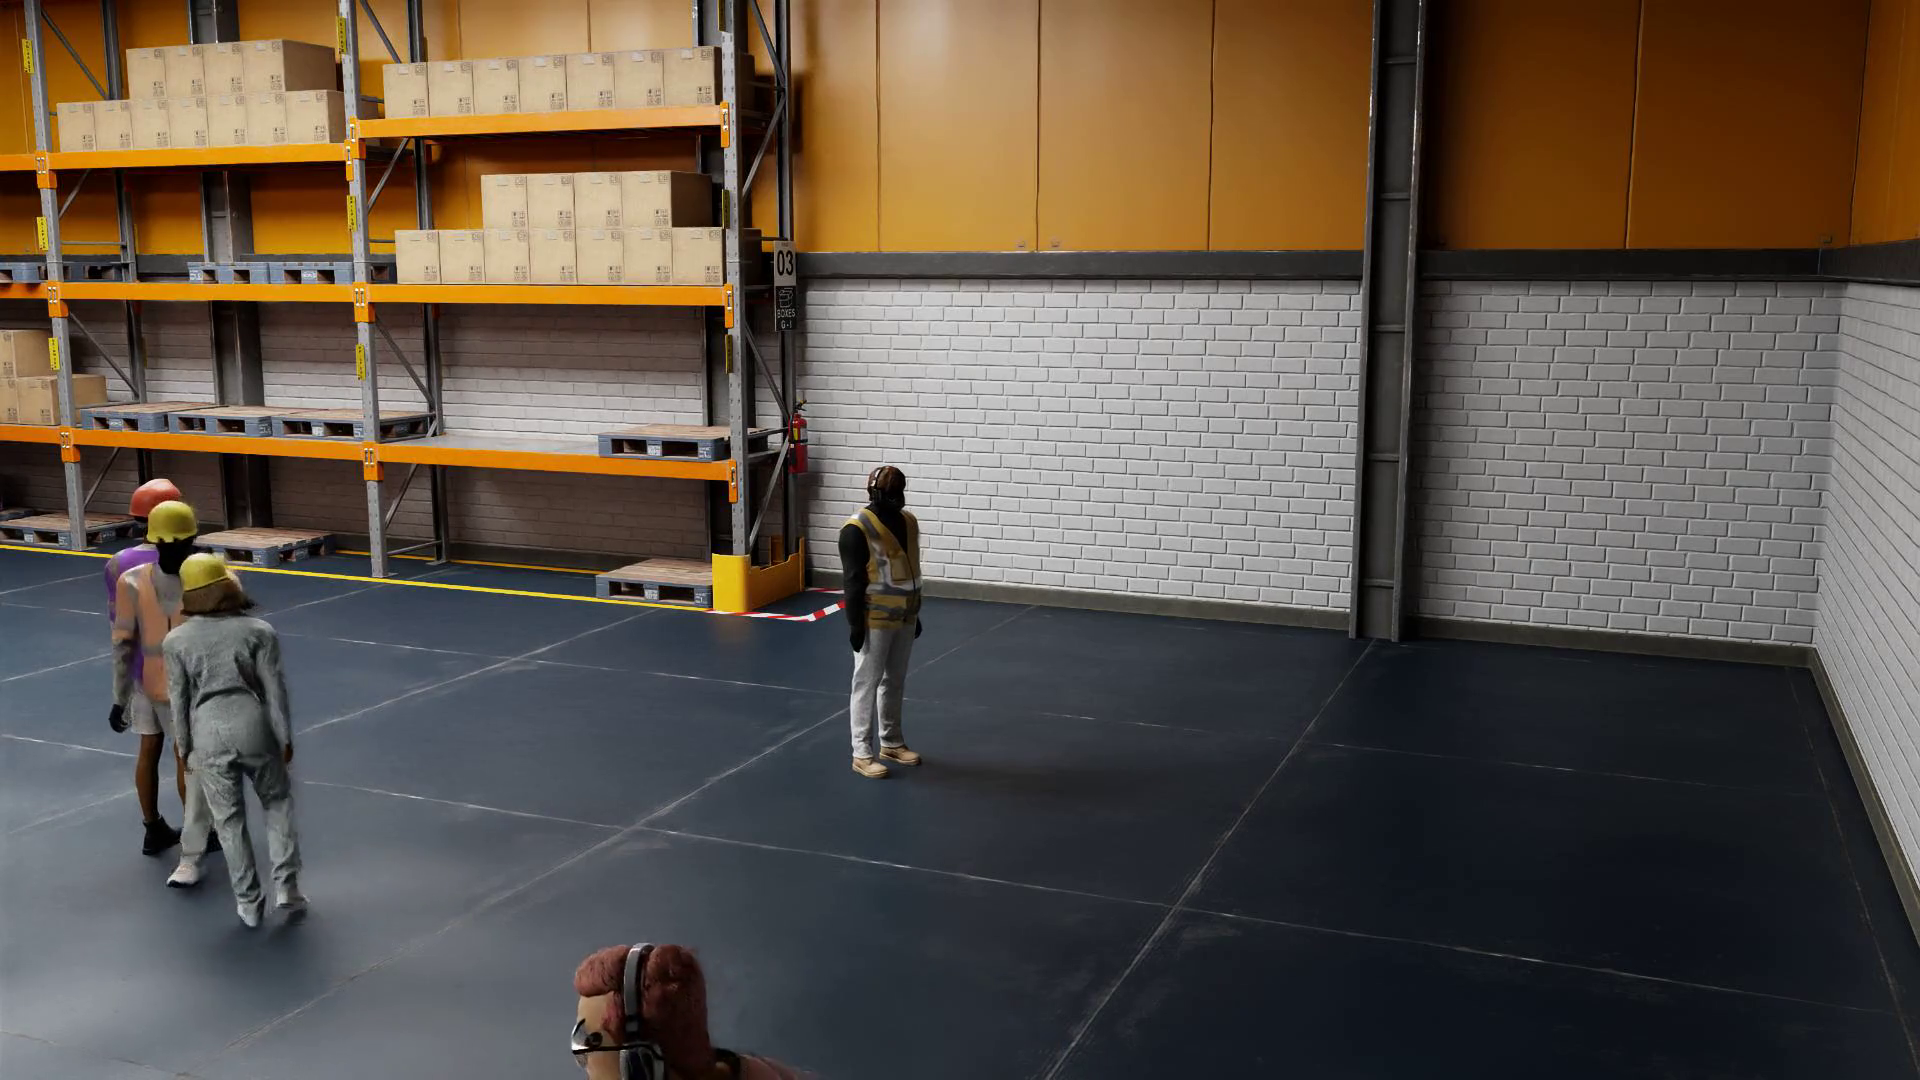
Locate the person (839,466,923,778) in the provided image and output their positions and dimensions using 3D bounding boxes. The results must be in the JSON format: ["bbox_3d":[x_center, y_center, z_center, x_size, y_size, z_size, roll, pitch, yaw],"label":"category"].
[{"bbox_3d":[-0.435,0.472,9.886,0.429,1.842,0.632,7,12,36],"label":"person"}]

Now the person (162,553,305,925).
[{"bbox_3d":[-3.342,0.910,7.622,0.515,1.707,0.421,-3,10,-20],"label":"person"}]

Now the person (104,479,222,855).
[{"bbox_3d":[-4.033,0.655,8.480,0.542,1.939,0.365,2,10,15],"label":"person"}]

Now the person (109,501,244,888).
[{"bbox_3d":[-3.859,0.729,8.279,0.591,1.872,0.993,0,9,-2],"label":"person"}]

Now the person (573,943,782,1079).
[{"bbox_3d":[-0.321,1.607,2.914,0.689,1.874,0.673,2,9,9],"label":"person"}]
